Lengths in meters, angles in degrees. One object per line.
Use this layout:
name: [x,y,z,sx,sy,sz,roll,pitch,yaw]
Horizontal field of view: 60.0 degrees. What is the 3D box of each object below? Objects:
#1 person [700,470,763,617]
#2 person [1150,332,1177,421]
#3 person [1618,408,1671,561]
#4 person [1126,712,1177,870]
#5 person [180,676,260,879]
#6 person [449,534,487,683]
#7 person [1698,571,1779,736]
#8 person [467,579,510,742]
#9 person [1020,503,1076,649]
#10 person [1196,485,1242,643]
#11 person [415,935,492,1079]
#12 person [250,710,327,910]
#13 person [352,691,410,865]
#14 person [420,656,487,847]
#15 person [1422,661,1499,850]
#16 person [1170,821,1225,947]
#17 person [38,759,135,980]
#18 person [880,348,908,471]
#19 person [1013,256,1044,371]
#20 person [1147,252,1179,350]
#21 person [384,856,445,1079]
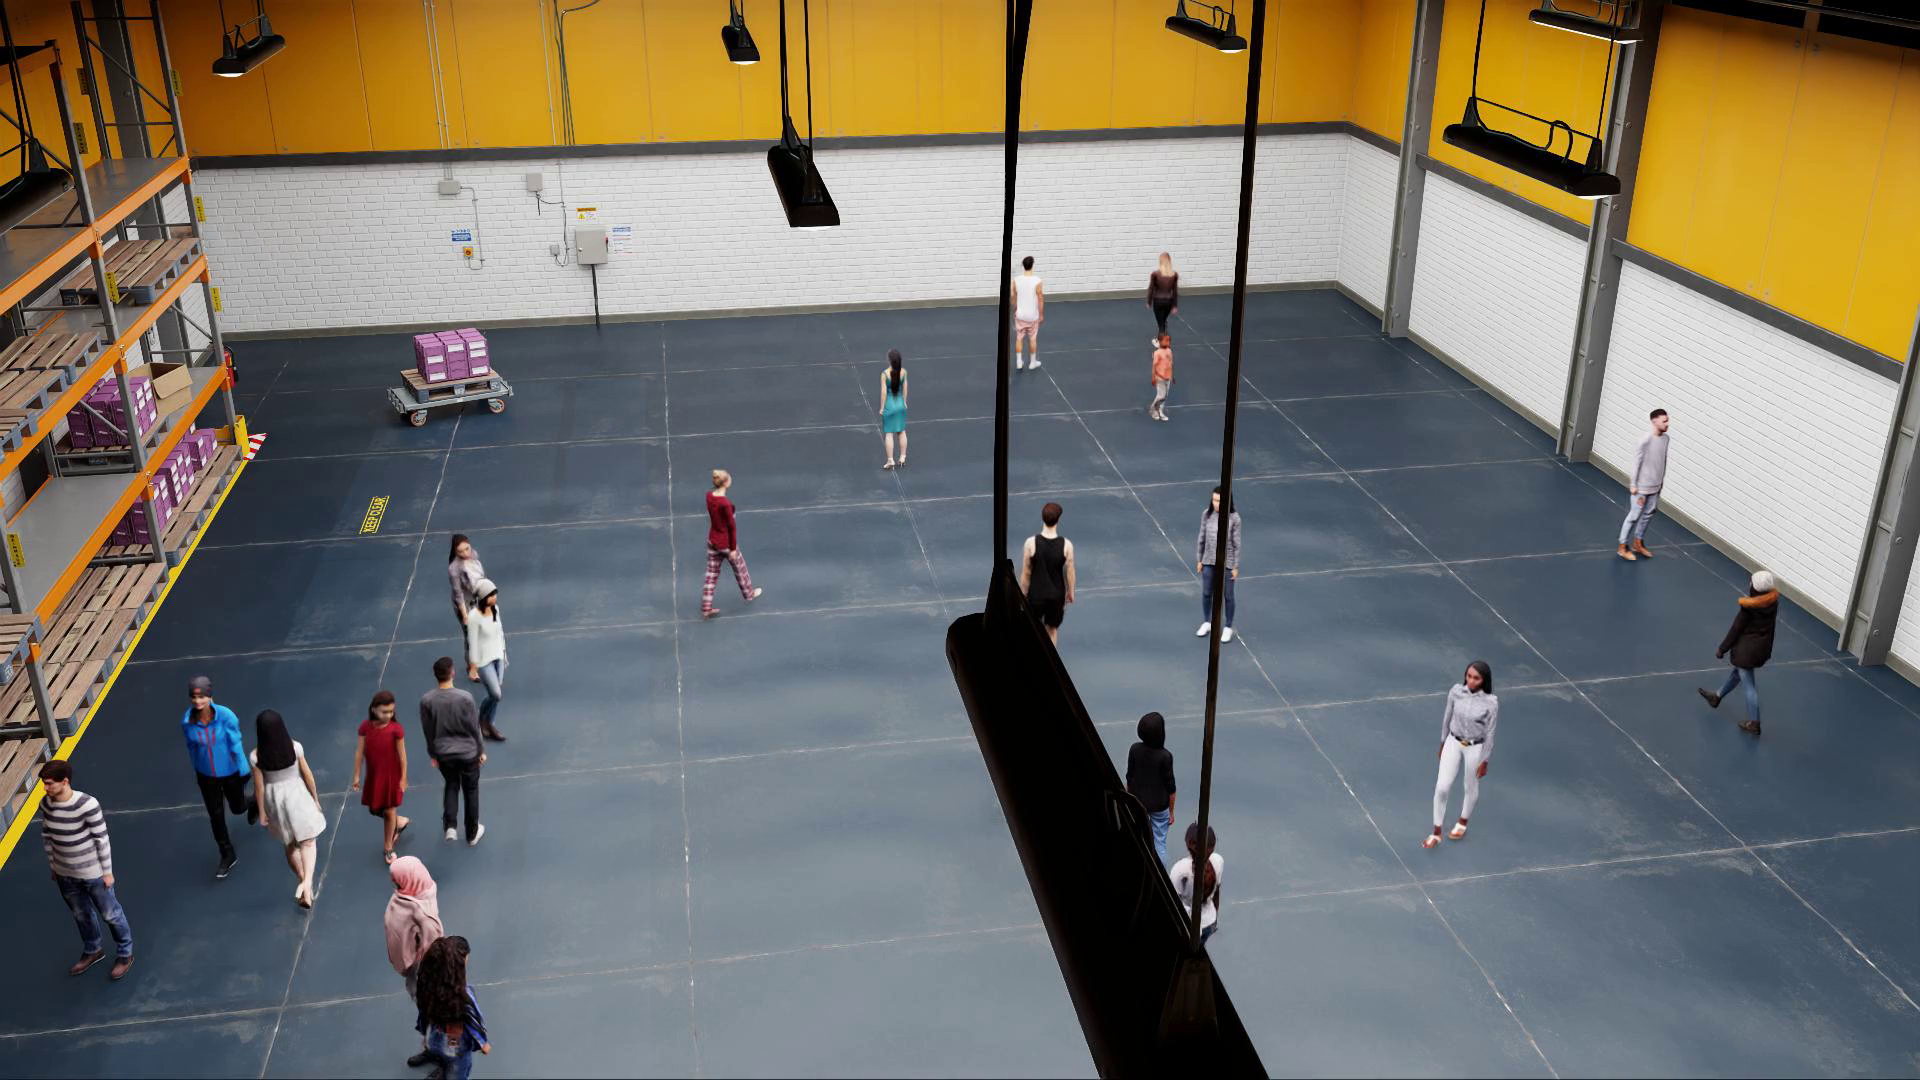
person: [-2.642,0.052,18.083,1.082,1.658,1.091,19,30,37]
person: [2.897,-2.379,24.092,0.586,1.300,0.637,-18,29,-35]
person: [8.061,-0.679,19.535,0.741,1.834,0.666,-11,26,-23]
person: [1.511,2.128,13.278,0.655,1.702,0.690,10,26,22]
person: [-6.081,1.882,13.755,0.750,1.771,1.071,1,24,2]
person: [-4.943,0.658,16.716,0.930,1.642,0.758,1,24,2]
person: [7.547,1.094,15.783,0.822,1.592,1.097,-11,26,-24]
person: [-4.508,1.117,15.675,0.790,1.635,0.716,13,27,26]
person: [0.861,0.562,16.642,0.774,1.878,0.732,2,24,5]
person: [2.750,0.220,17.608,0.699,1.730,0.727,11,26,24]
person: [-3.335,3.299,10.719,0.769,1.606,0.825,12,26,26]
person: [-5.279,2.183,13.088,0.748,1.753,0.995,-9,25,-19]
person: [-4.806,1.944,13.913,0.678,1.532,0.770,4,24,8]
person: [-4.231,1.824,13.913,0.691,1.751,0.752,1,24,2]
person: [4.324,1.763,14.103,0.908,1.710,0.963,16,29,33]
person: [1.693,2.782,11.779,0.746,1.705,1.000,-11,26,-23]
person: [-6.534,2.430,12.400,0.715,1.852,0.657,4,24,10]
person: [-0.878,-1.755,22.185,0.608,1.682,0.599,-13,27,-27]
person: [1.054,-3.579,26.230,0.726,1.785,0.728,8,25,18]
person: [3.279,-3.744,26.766,0.648,1.659,1.120,-5,24,-11]
person: [-3.667,2.911,11.363,0.774,1.803,0.656,-14,27,-30]
